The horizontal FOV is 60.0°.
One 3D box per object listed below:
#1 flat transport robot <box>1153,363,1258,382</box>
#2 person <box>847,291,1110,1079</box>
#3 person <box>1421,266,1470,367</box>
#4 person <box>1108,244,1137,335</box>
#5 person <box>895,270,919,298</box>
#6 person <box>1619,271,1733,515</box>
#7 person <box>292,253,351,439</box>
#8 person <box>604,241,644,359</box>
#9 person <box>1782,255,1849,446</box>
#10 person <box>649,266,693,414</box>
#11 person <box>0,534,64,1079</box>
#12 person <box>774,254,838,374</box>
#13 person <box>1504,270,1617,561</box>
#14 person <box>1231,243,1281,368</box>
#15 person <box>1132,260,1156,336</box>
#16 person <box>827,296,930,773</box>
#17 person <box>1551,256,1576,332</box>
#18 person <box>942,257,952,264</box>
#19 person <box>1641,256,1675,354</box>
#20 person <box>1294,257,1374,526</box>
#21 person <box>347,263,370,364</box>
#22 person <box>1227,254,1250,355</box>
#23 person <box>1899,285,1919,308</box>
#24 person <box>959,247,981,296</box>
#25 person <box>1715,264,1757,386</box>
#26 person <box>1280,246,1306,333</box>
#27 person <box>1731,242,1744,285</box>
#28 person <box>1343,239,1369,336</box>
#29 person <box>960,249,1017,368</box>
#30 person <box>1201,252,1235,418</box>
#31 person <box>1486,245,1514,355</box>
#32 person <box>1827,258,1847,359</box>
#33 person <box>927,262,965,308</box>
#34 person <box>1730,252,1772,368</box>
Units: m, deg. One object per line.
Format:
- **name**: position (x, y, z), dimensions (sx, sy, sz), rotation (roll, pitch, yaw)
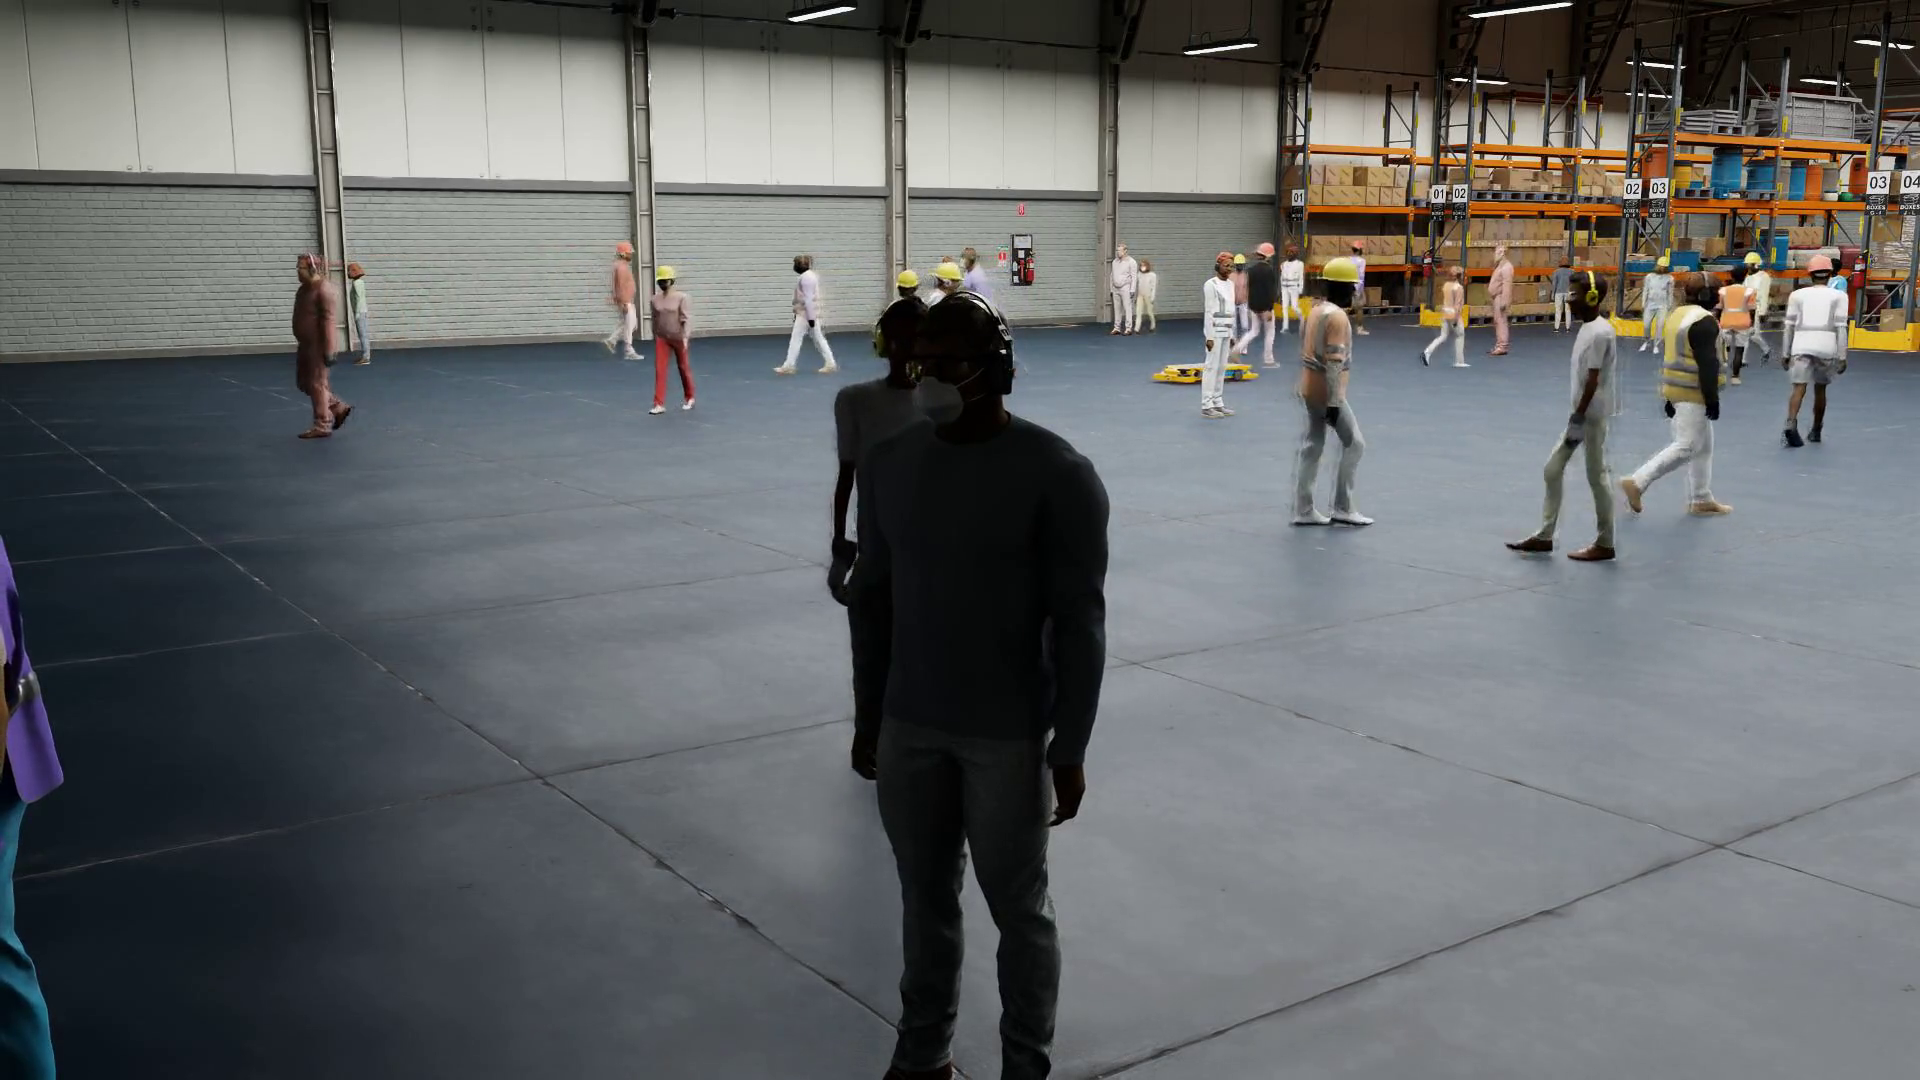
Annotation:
- **flat transport robot**: position (3.522, -2.407, 23.805), dimensions (1.431, 0.197, 0.652), rotation (-7, 12, -33)
- **person**: position (0.015, 0.422, 3.725), dimensions (0.636, 1.939, 0.364), rotation (6, 12, 31)
- **person**: position (7.695, -3.516, 26.208), dimensions (0.717, 1.610, 0.510), rotation (-3, 11, -17)
- **person**: position (3.392, -5.238, 34.843), dimensions (0.400, 1.907, 0.644), rotation (-10, 14, -44)
- **person**: position (-0.523, -1.997, 17.621), dimensions (0.818, 1.706, 0.582), rotation (-4, 11, -22)
- **person**: position (5.314, -1.064, 12.214), dimensions (0.804, 1.816, 0.627), rotation (2, 10, 9)
- **person**: position (-6.581, -1.991, 17.076), dimensions (0.525, 1.890, 0.674), rotation (-9, 14, -42)
- **person**: position (-5.669, -4.013, 27.932), dimensions (0.589, 1.977, 0.619), rotation (0, 10, -1)
- **person**: position (8.452, -1.870, 16.461), dimensions (0.592, 1.891, 0.941), rotation (6, 12, 30)
- **person**: position (-3.395, -2.362, 19.584), dimensions (0.534, 1.725, 0.896), rotation (2, 11, 12)
- **person**: position (-2.033, 0.542, 3.344), dimensions (0.389, 1.837, 0.563), rotation (-9, 14, -42)
- **person**: position (-2.298, -3.394, 25.062), dimensions (0.951, 1.800, 0.628), rotation (1, 10, 3)
- **person**: position (3.833, -0.771, 10.516), dimensions (0.794, 1.842, 0.564), rotation (2, 10, 8)
- **person**: position (4.648, -3.640, 25.912), dimensions (0.802, 1.968, 0.622), rotation (-6, 12, -29)
- **person**: position (3.899, -5.086, 34.885), dimensions (0.508, 1.589, 0.864), rotation (6, 12, 29)
- **person**: position (-0.211, 0.044, 6.037), dimensions (0.544, 1.852, 0.449), rotation (-1, 10, -7)
- **person**: position (13.074, -5.321, 36.045), dimensions (0.507, 1.632, 0.268), rotation (1, 10, 6)
- **person**: position (-0.285, -5.099, 34.823), dimensions (0.315, 1.636, 0.515), rotation (-6, 12, -30)
- **person**: position (12.313, -4.147, 29.368), dimensions (0.508, 1.713, 0.567), rotation (4, 11, 22)
- **person**: position (2.703, -1.033, 11.776), dimensions (0.683, 1.903, 0.623), rotation (-1, 10, -6)
- **person**: position (-9.757, -3.667, 26.978), dimensions (0.272, 1.631, 0.507), rotation (-3, 11, -14)
- **person**: position (4.821, -4.069, 28.837), dimensions (0.523, 1.755, 0.441), rotation (2, 11, 12)
- **person**: position (19.204, -4.989, 33.420), dimensions (0.625, 1.931, 0.369), rotation (5, 11, 23)
- **person**: position (0.195, -4.905, 33.198), dimensions (0.429, 1.843, 0.629), rotation (2, 11, 12)
- **person**: position (10.664, -2.949, 22.912), dimensions (0.540, 1.683, 0.493), rotation (10, 14, 42)
- **person**: position (7.148, -5.371, 35.708), dimensions (0.576, 1.865, 0.688), rotation (10, 14, 43)
- **person**: position (20.095, -6.738, 43.021), dimensions (0.986, 1.917, 0.615), rotation (-8, 13, -39)
- **person**: position (8.148, -5.234, 34.533), dimensions (0.870, 2.016, 0.617), rotation (-6, 12, -29)
- **person**: position (0.345, -3.219, 23.823), dimensions (0.878, 1.903, 0.649), rotation (-4, 11, -19)
- **person**: position (2.969, -2.338, 19.007), dimensions (0.349, 1.882, 0.577), rotation (7, 13, 36)
- **person**: position (9.468, -4.203, 29.168), dimensions (0.403, 1.906, 0.651), rotation (1, 10, 7)
- **person**: position (14.656, -3.882, 27.980), dimensions (0.317, 1.695, 0.540), rotation (-1, 10, -8)
- **person**: position (-0.226, -1.896, 16.796), dimensions (0.654, 1.804, 0.600), rotation (2, 10, 9)
- **person**: position (12.417, -3.584, 26.009), dimensions (0.549, 1.820, 0.604), rotation (-4, 11, -19)
